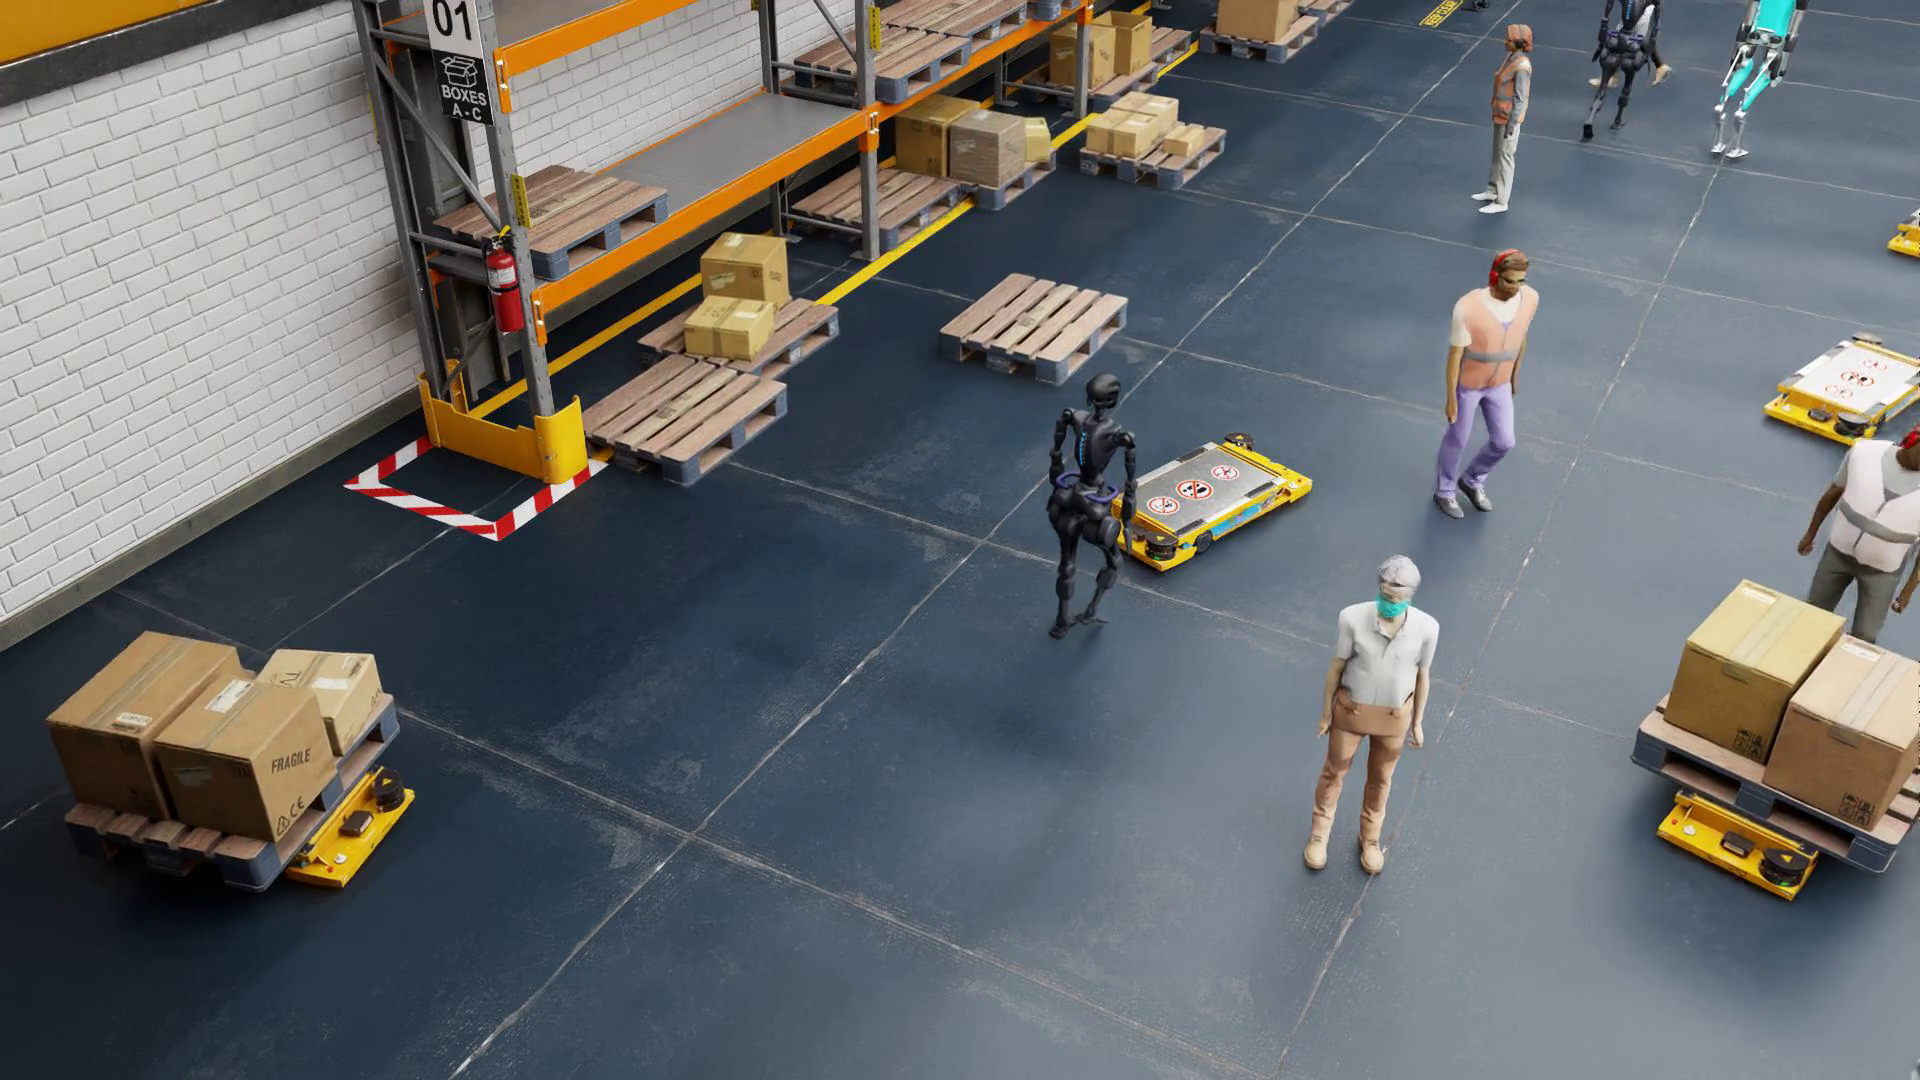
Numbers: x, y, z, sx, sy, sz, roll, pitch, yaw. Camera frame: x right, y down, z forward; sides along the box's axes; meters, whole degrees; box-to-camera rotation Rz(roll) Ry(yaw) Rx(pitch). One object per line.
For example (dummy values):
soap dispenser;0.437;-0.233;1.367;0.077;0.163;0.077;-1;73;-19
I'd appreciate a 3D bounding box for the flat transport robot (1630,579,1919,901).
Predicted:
flat transport robot;4.111;1.215;8.310;0.659;0.231;1.431;27;42;35

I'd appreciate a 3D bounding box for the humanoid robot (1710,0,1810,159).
humanoid robot;7.318;-4.383;15.373;0.530;1.700;0.763;28;43;36

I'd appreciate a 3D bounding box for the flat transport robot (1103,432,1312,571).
flat transport robot;1.528;-0.259;10.540;1.431;0.231;0.659;-26;41;-34

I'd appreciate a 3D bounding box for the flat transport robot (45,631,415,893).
flat transport robot;-3.499;1.302;8.178;1.431;0.231;0.659;8;34;12

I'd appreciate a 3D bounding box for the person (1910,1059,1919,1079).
person;3.266;2.005;5.808;0.840;1.700;0.498;28;42;35

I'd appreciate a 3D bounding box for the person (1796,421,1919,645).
person;4.661;0.073;8.647;0.386;1.812;0.727;-28;42;-35

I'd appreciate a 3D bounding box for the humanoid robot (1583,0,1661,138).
humanoid robot;6.380;-4.706;16.039;0.589;1.646;0.742;22;39;30

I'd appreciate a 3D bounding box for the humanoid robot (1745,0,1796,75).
humanoid robot;8.557;-5.738;17.506;0.796;1.792;0.532;-26;42;-34

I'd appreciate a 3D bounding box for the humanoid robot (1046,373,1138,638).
humanoid robot;0.702;-0.184;9.151;0.591;1.649;0.363;23;40;30

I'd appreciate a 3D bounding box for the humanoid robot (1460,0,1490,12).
humanoid robot;6.188;-7.115;19.623;0.599;1.657;0.315;-29;43;-36

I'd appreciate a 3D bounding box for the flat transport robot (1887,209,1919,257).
flat transport robot;8.522;-2.664;14.178;0.659;0.231;1.431;29;43;36

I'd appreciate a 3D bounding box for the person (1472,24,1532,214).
person;4.740;-3.651;14.430;0.309;1.636;0.522;2;34;4

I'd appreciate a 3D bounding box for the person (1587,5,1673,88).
person;7.070;-5.470;17.160;0.735;1.667;0.540;17;37;24

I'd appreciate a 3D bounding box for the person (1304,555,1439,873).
person;1.881;0.794;7.606;0.491;1.744;0.304;5;34;8

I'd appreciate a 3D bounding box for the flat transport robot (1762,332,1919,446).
flat transport robot;6.350;-1.074;11.774;1.431;0.231;0.659;-26;42;-34

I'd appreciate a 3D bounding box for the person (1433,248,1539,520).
person;3.188;-0.940;10.156;0.590;1.825;0.481;-10;35;-15
